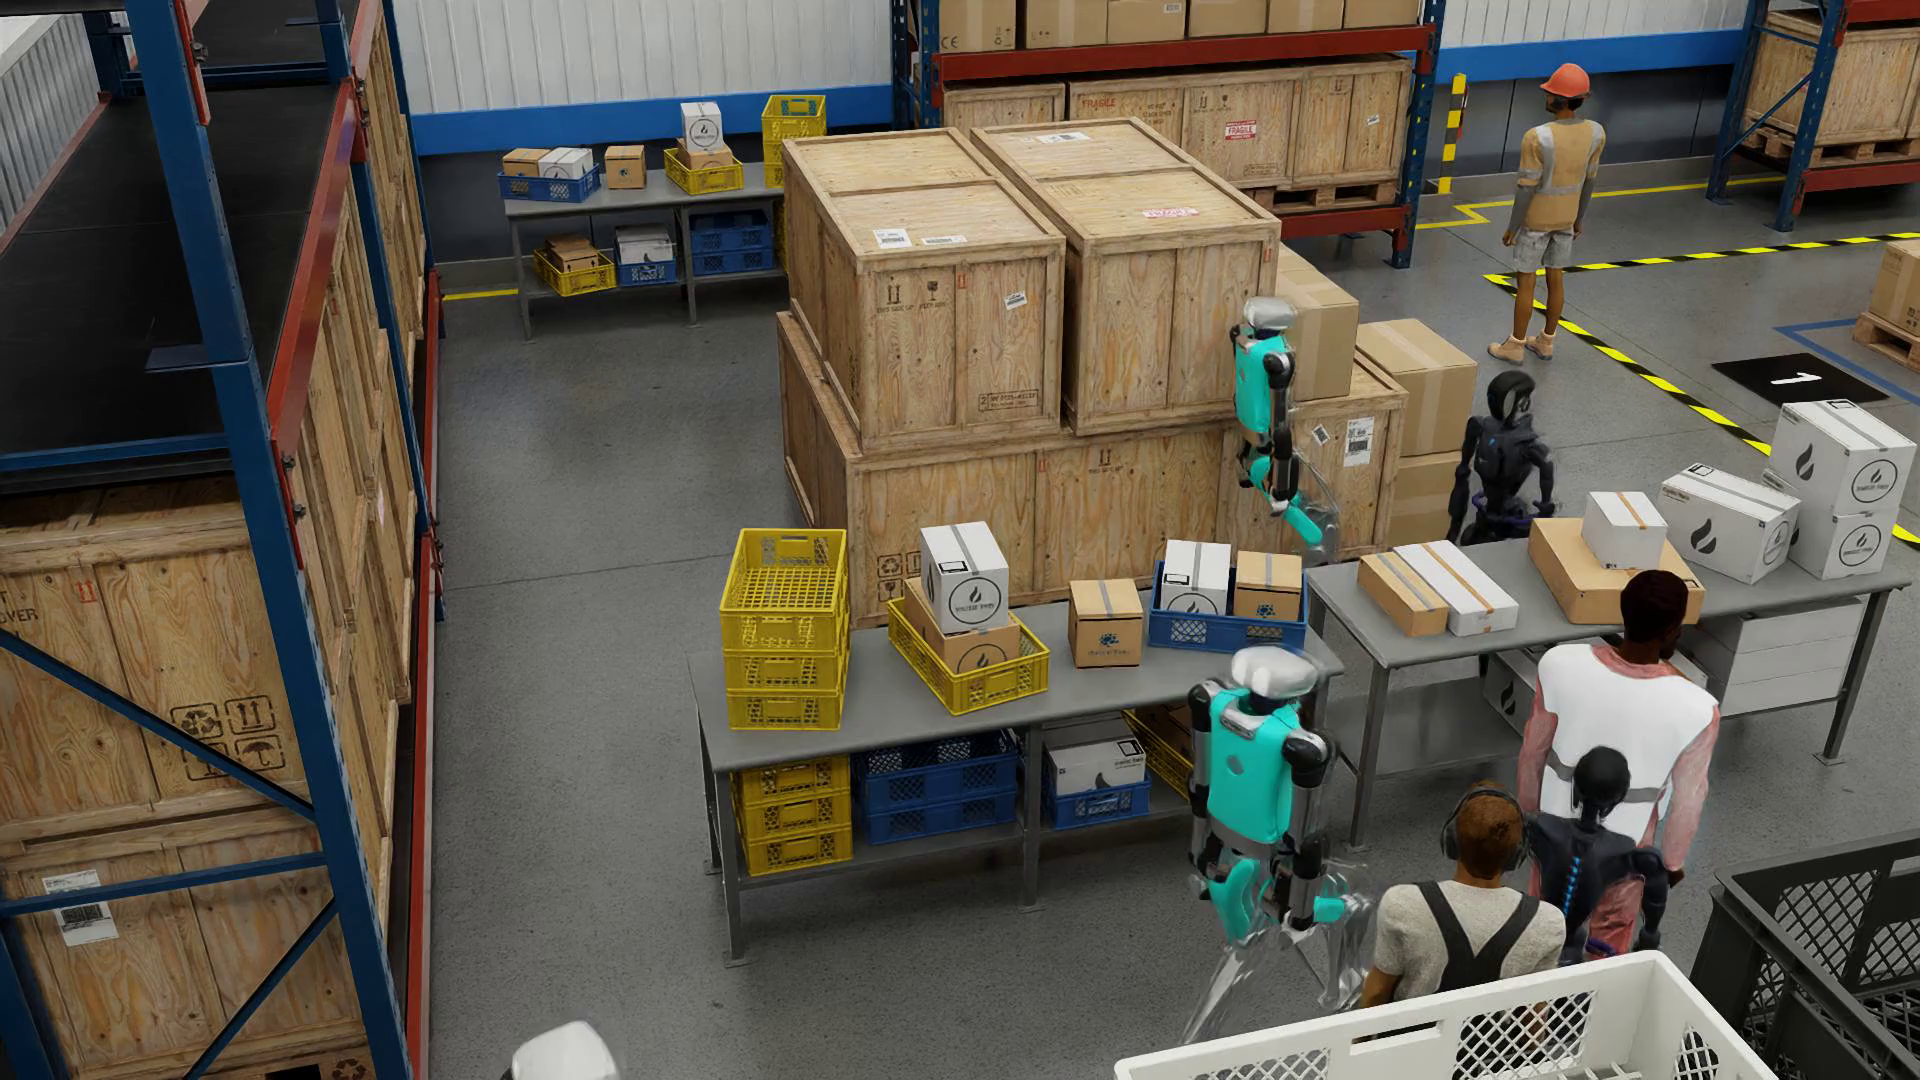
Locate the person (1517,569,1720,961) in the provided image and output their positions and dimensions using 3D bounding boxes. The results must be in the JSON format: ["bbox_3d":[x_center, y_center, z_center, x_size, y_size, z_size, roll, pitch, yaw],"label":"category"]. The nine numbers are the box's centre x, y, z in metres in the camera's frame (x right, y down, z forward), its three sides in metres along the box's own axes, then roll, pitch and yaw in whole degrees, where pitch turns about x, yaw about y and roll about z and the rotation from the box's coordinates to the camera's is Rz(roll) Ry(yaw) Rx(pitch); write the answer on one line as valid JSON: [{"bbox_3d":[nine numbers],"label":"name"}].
[{"bbox_3d":[2.171,0.967,5.654,0.590,1.916,0.380,21,35,33],"label":"person"}]

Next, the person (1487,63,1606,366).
[{"bbox_3d":[3.954,-2.176,11.226,0.607,2.048,0.363,-10,30,-17],"label":"person"}]

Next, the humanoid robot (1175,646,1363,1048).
[{"bbox_3d":[1.154,1.083,5.734,1.045,1.814,0.537,-22,36,-34],"label":"humanoid robot"}]

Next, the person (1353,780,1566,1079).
[{"bbox_3d":[1.398,1.481,4.807,0.508,1.837,0.342,3,29,5],"label":"person"}]

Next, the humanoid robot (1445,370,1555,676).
[{"bbox_3d":[2.547,-0.018,7.689,0.438,1.641,0.608,-15,32,-25],"label":"humanoid robot"}]

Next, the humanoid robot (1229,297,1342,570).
[{"bbox_3d":[1.760,-0.363,8.290,0.908,1.811,0.550,-7,30,-13],"label":"humanoid robot"}]

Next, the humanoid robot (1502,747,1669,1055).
[{"bbox_3d":[1.841,1.379,5.205,0.591,1.637,0.751,13,31,22],"label":"humanoid robot"}]

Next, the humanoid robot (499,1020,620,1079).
[{"bbox_3d":[-0.631,1.817,4.340,0.942,1.743,0.548,-23,36,-36],"label":"humanoid robot"}]
